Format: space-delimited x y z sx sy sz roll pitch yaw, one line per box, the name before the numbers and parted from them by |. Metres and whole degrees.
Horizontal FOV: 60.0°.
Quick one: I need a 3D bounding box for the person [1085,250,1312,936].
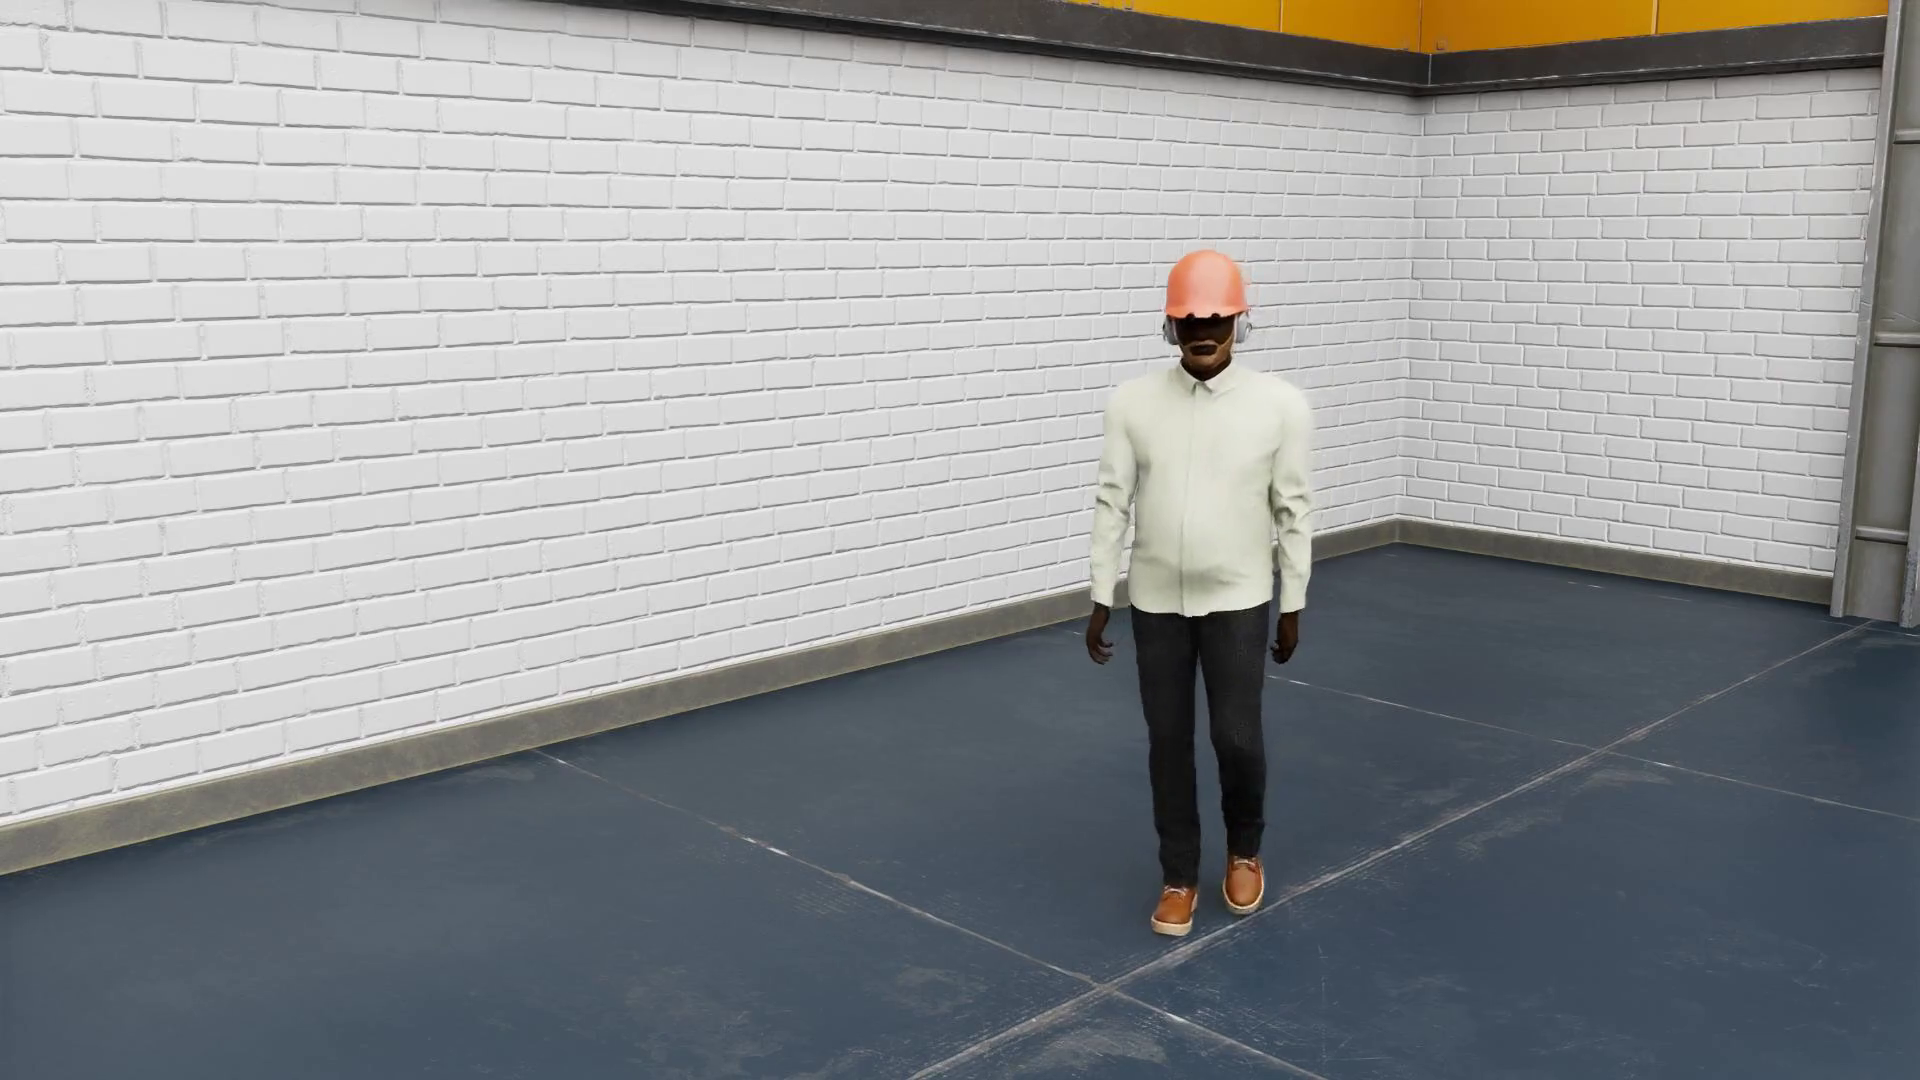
person | 0.679 0.165 4.796 0.625 1.978 0.430 4 11 19
